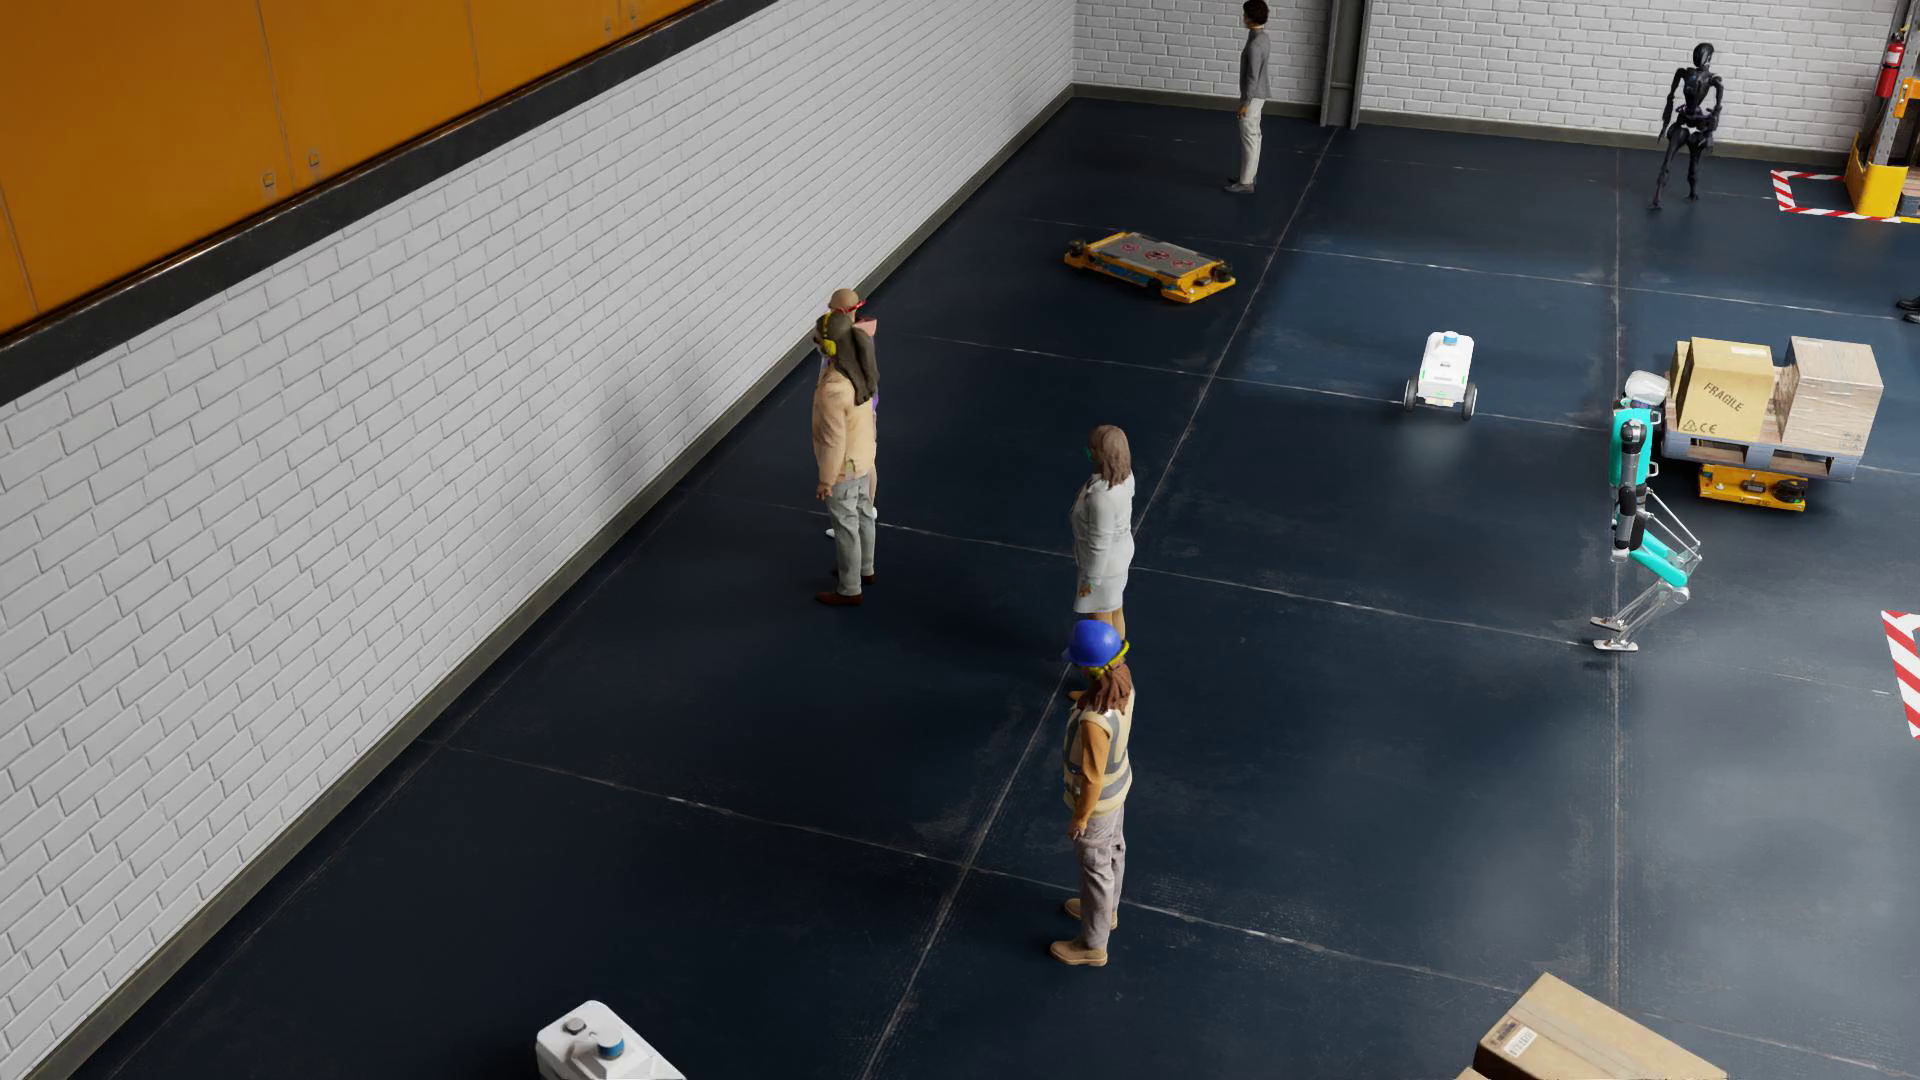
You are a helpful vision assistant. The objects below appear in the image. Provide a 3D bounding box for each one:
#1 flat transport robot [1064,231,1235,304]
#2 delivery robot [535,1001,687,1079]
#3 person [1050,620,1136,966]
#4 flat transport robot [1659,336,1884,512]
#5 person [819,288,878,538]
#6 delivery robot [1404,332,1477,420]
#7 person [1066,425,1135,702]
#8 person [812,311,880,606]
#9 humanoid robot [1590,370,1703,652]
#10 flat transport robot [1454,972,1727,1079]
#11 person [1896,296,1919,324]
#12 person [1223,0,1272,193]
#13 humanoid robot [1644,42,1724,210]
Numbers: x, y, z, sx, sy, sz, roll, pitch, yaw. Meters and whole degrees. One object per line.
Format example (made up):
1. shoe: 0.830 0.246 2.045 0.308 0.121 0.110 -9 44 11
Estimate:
1. flat transport robot: 1.678 -2.445 14.785 1.431 0.231 0.659 27 40 37
2. delivery robot: -1.362 2.178 6.610 0.742 0.566 0.499 27 40 37
3. person: 0.582 1.099 7.270 0.314 1.774 0.459 10 32 16
4. flat transport robot: 5.544 -0.640 11.714 0.659 0.231 1.431 10 32 16
5. person: -0.690 -0.800 10.580 0.349 1.693 0.477 10 32 16
6. delivery robot: 3.650 -1.285 12.501 0.499 0.566 0.739 10 32 16
7. person: 0.760 0.129 9.031 0.338 1.659 0.480 10 32 16
8. person: -0.665 -0.472 9.847 0.413 1.876 0.549 10 32 16
9. humanoid robot: 3.888 -0.119 9.247 0.735 1.677 0.533 10 32 16
10. flat transport robot: 2.119 2.671 6.081 1.431 0.231 0.659 27 40 37
11. person: 8.130 -2.709 13.590 0.354 1.938 0.541 10 32 16
12. person: 2.897 -4.394 16.495 0.396 1.898 0.527 10 32 16
13. humanoid robot: 7.060 -3.987 16.074 0.782 1.625 0.585 -23 38 -34
